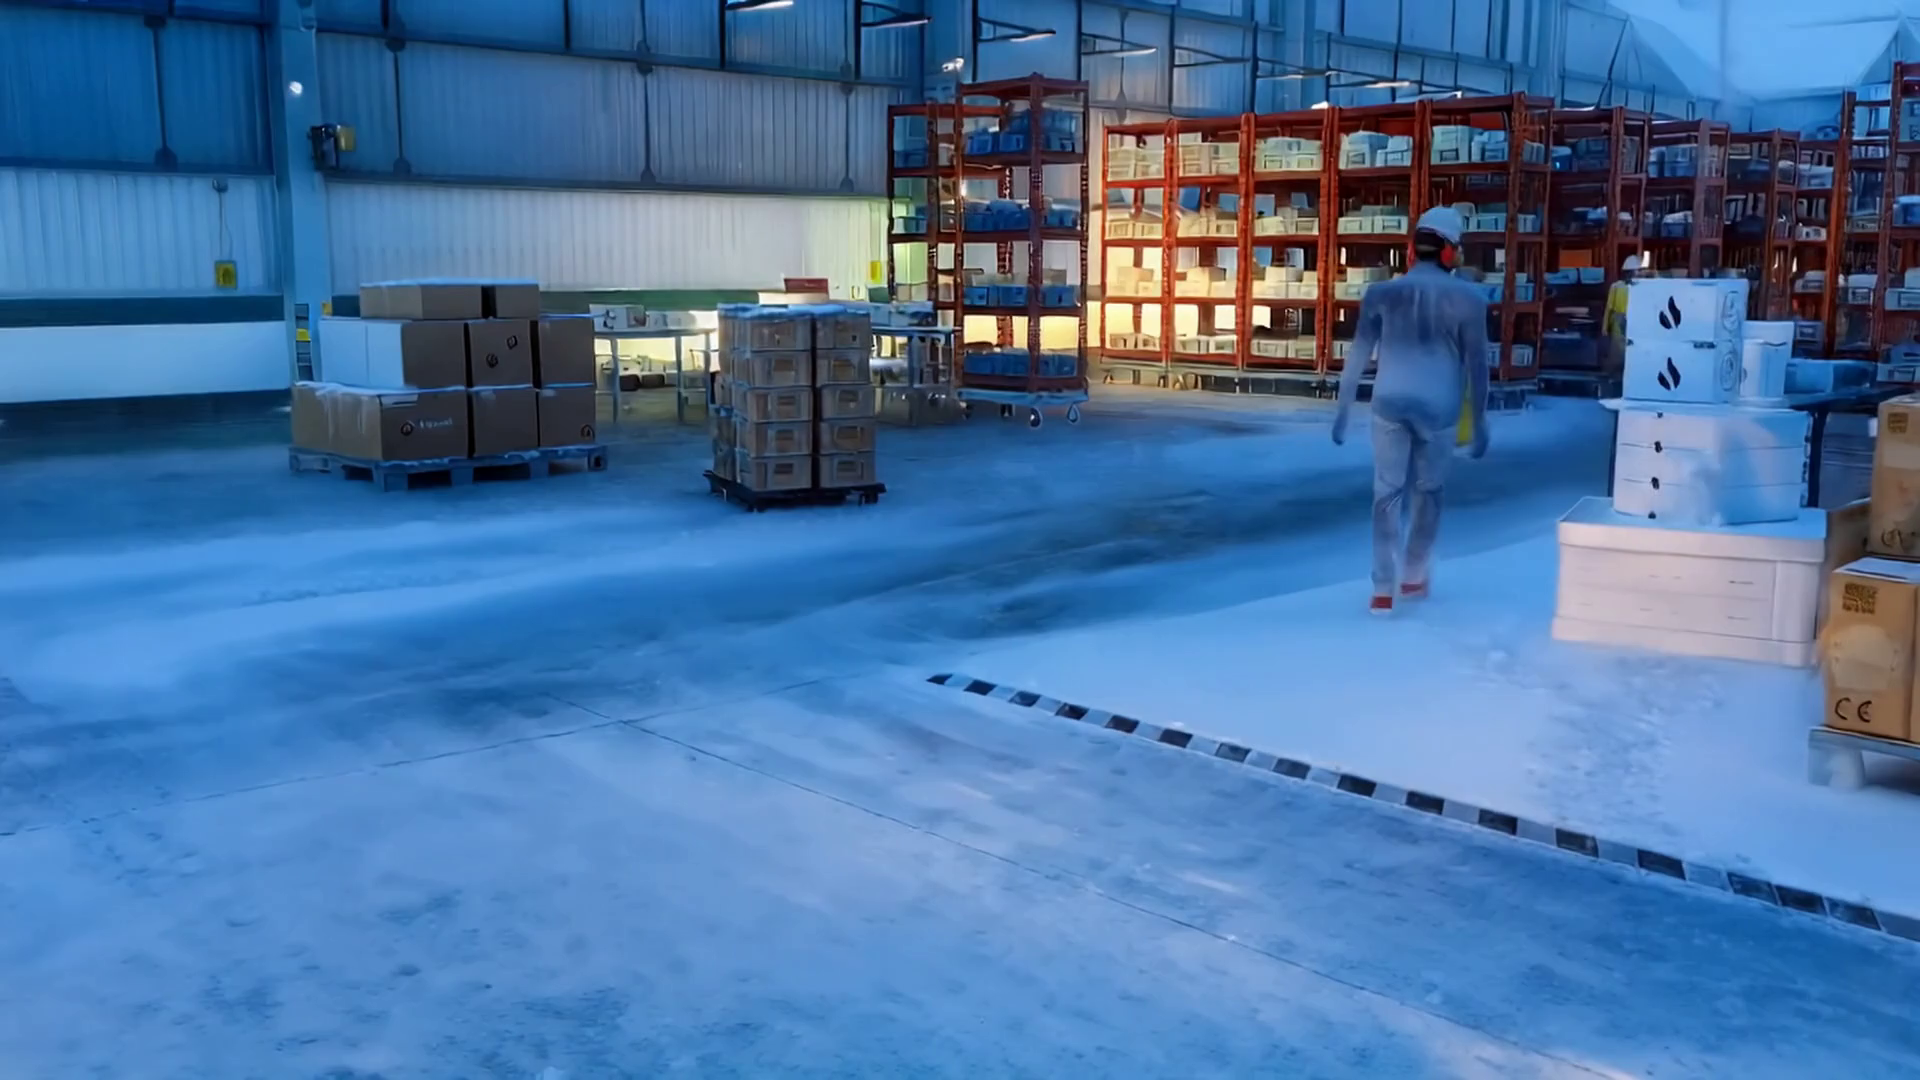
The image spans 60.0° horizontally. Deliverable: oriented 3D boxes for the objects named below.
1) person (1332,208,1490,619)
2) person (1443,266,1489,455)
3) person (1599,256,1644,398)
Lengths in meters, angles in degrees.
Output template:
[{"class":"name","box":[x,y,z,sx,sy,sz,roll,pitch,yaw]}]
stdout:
[{"class":"person","box":[2.197,-0.623,8.124,0.759,1.944,0.879,4,10,20]},{"class":"person","box":[4.233,-1.670,14.647,1.031,1.890,0.617,1,9,4]},{"class":"person","box":[8.069,-2.538,20.158,0.943,1.778,0.609,-9,13,-42]}]
